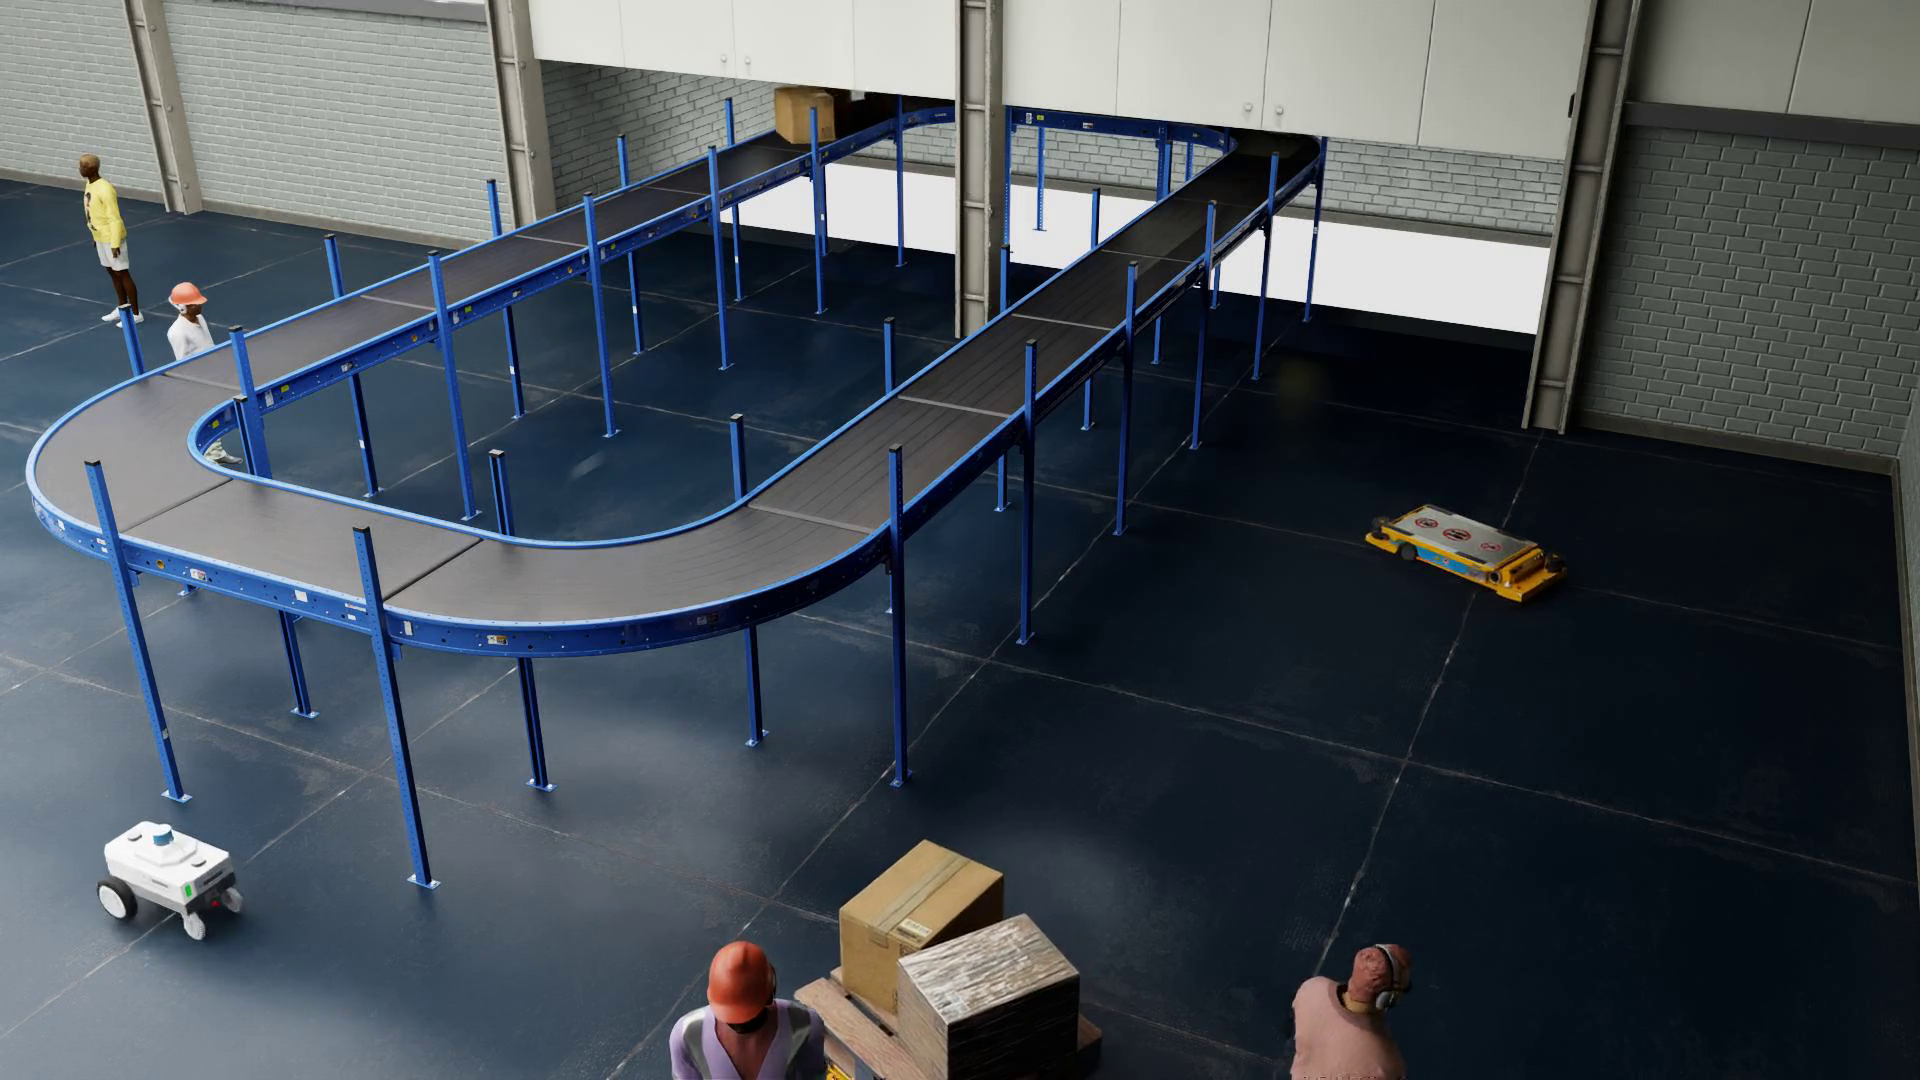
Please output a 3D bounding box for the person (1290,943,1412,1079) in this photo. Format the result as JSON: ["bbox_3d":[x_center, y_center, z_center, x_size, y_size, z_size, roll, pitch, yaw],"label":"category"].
[{"bbox_3d":[1.617,2.403,6.840,0.947,1.850,0.667,-12,29,-23],"label":"person"}]

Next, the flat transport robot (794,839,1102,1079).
[{"bbox_3d":[-0.053,2.574,8.288,1.431,0.231,0.659,-20,33,-35],"label":"flat transport robot"}]

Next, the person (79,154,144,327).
[{"bbox_3d":[-9.376,-3.305,18.303,0.540,1.899,0.377,22,34,37],"label":"person"}]

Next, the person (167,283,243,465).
[{"bbox_3d":[-6.673,-1.421,14.666,0.325,1.752,0.562,-1,26,-2],"label":"person"}]

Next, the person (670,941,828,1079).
[{"bbox_3d":[-0.815,2.419,6.610,0.613,2.040,0.389,-4,27,-8],"label":"person"}]

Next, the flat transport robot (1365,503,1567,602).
[{"bbox_3d":[4.040,0.078,13.318,0.659,0.231,1.431,-22,34,-37],"label":"flat transport robot"}]

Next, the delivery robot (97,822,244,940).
[{"bbox_3d":[-4.459,1.879,9.385,0.813,0.610,0.499,13,29,24],"label":"delivery robot"}]
